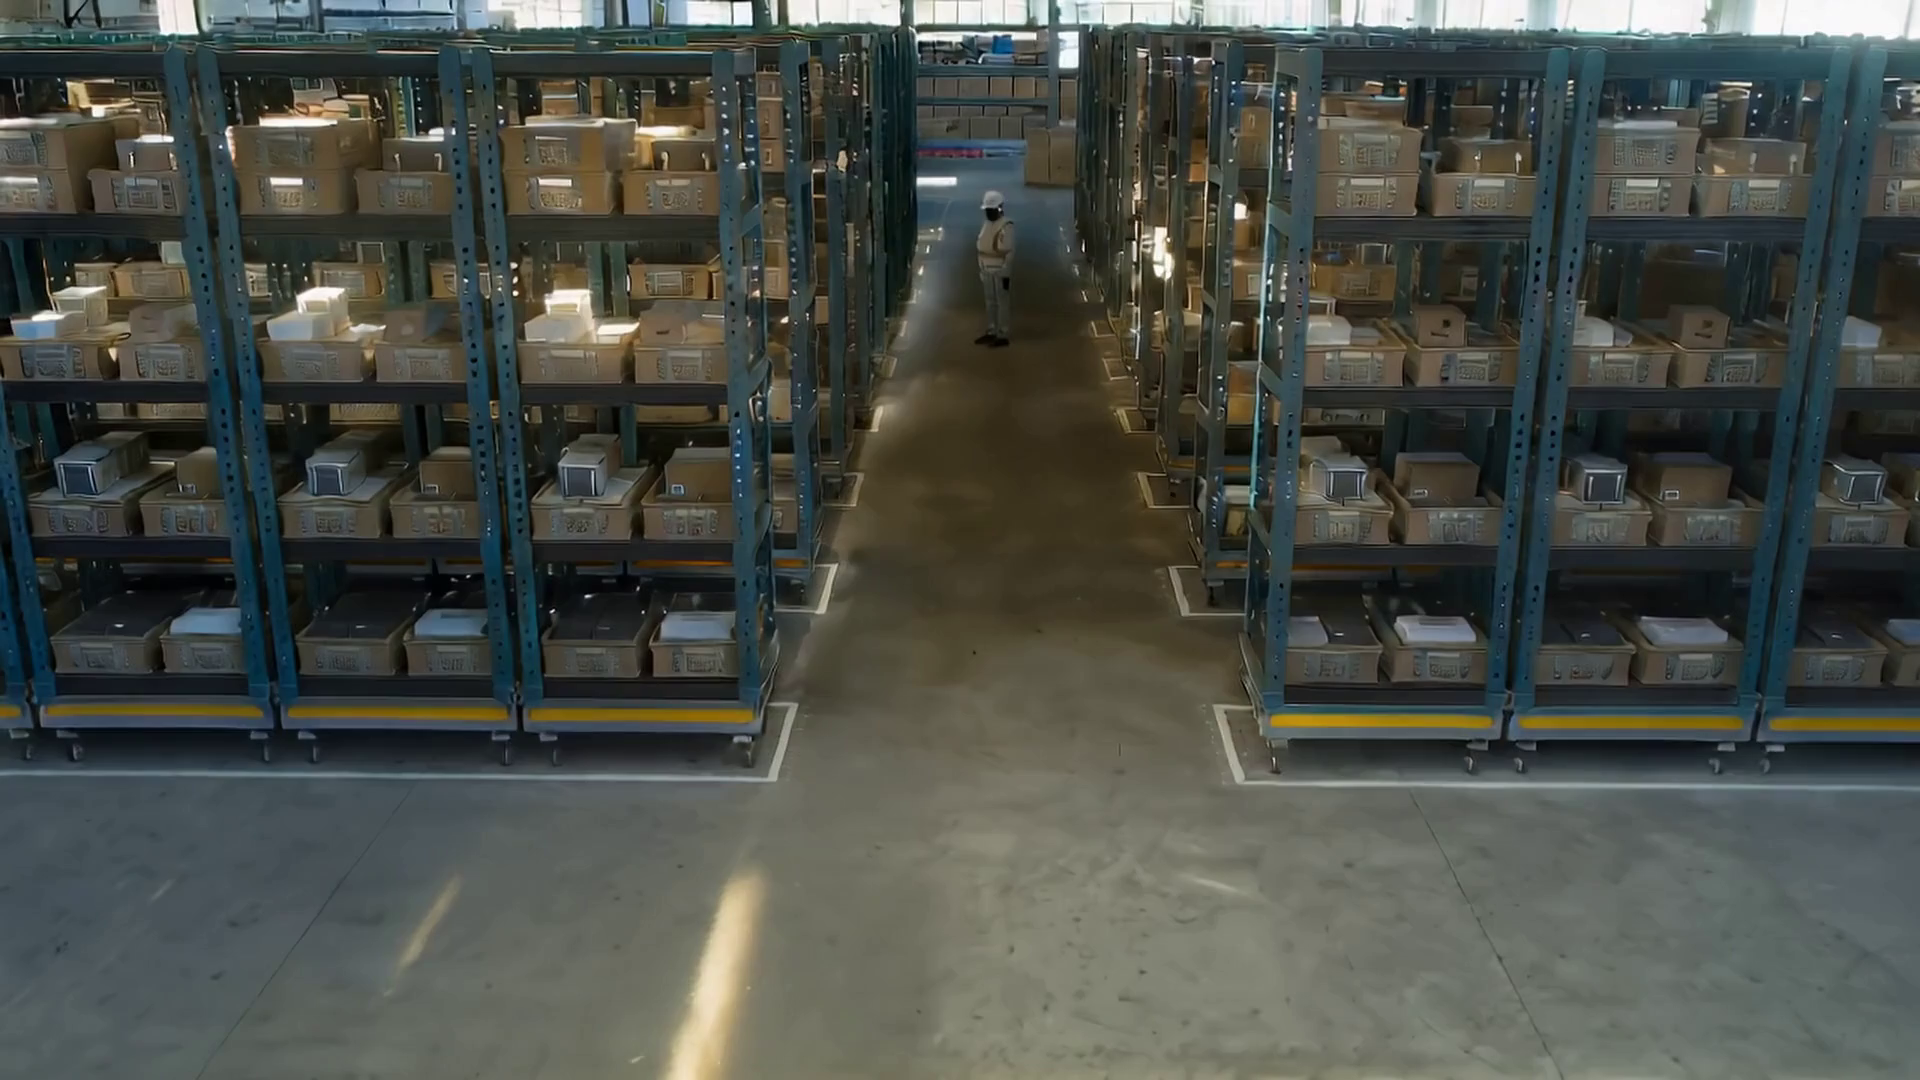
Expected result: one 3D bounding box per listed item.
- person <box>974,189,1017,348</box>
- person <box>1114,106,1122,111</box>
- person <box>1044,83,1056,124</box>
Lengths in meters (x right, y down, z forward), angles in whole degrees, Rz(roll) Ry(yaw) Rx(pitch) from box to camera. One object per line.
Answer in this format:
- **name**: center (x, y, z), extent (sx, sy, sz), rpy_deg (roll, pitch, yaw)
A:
- **person**: center (0.402, -3.176, 19.476), extent (0.403, 1.836, 0.586), rpy_deg (-11, 20, -31)
- **person**: center (4.094, -10.690, 43.261), extent (1.041, 1.943, 0.649), rpy_deg (-10, 20, -28)
- **person**: center (2.750, -12.930, 50.477), extent (1.018, 1.892, 0.638), rpy_deg (-4, 18, -13)
